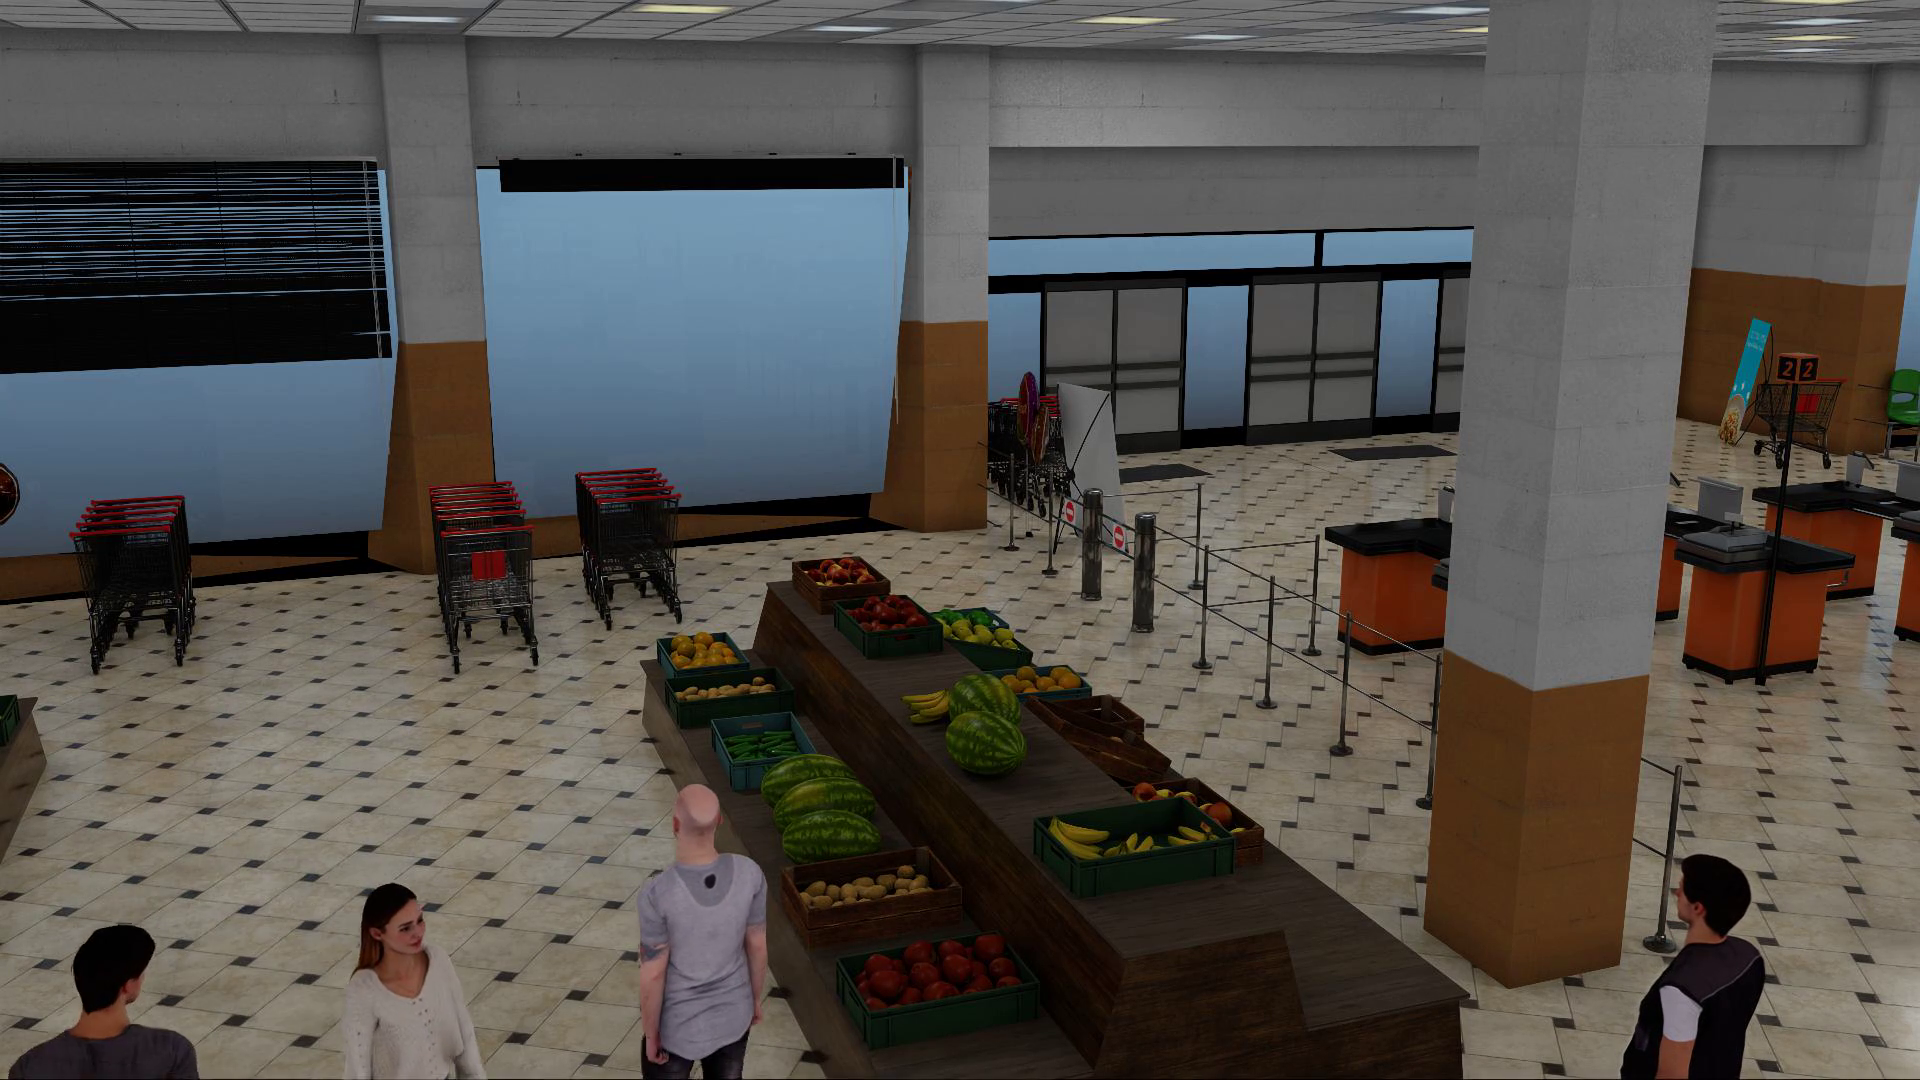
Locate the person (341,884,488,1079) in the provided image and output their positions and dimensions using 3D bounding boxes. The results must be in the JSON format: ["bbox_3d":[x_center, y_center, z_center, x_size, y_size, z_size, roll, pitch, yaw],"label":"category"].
[{"bbox_3d":[-1.981,1.973,5.769,1.207,1.646,1.112,7,15,27],"label":"person"}]

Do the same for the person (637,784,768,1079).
[{"bbox_3d":[-0.913,1.800,6.110,0.706,1.822,0.815,-7,15,-27],"label":"person"}]

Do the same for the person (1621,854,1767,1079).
[{"bbox_3d":[2.428,1.920,5.558,0.730,1.849,0.710,-12,18,-41],"label":"person"}]

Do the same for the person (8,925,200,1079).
[{"bbox_3d":[-2.487,2.081,4.936,0.760,1.829,0.644,-5,14,-20],"label":"person"}]
